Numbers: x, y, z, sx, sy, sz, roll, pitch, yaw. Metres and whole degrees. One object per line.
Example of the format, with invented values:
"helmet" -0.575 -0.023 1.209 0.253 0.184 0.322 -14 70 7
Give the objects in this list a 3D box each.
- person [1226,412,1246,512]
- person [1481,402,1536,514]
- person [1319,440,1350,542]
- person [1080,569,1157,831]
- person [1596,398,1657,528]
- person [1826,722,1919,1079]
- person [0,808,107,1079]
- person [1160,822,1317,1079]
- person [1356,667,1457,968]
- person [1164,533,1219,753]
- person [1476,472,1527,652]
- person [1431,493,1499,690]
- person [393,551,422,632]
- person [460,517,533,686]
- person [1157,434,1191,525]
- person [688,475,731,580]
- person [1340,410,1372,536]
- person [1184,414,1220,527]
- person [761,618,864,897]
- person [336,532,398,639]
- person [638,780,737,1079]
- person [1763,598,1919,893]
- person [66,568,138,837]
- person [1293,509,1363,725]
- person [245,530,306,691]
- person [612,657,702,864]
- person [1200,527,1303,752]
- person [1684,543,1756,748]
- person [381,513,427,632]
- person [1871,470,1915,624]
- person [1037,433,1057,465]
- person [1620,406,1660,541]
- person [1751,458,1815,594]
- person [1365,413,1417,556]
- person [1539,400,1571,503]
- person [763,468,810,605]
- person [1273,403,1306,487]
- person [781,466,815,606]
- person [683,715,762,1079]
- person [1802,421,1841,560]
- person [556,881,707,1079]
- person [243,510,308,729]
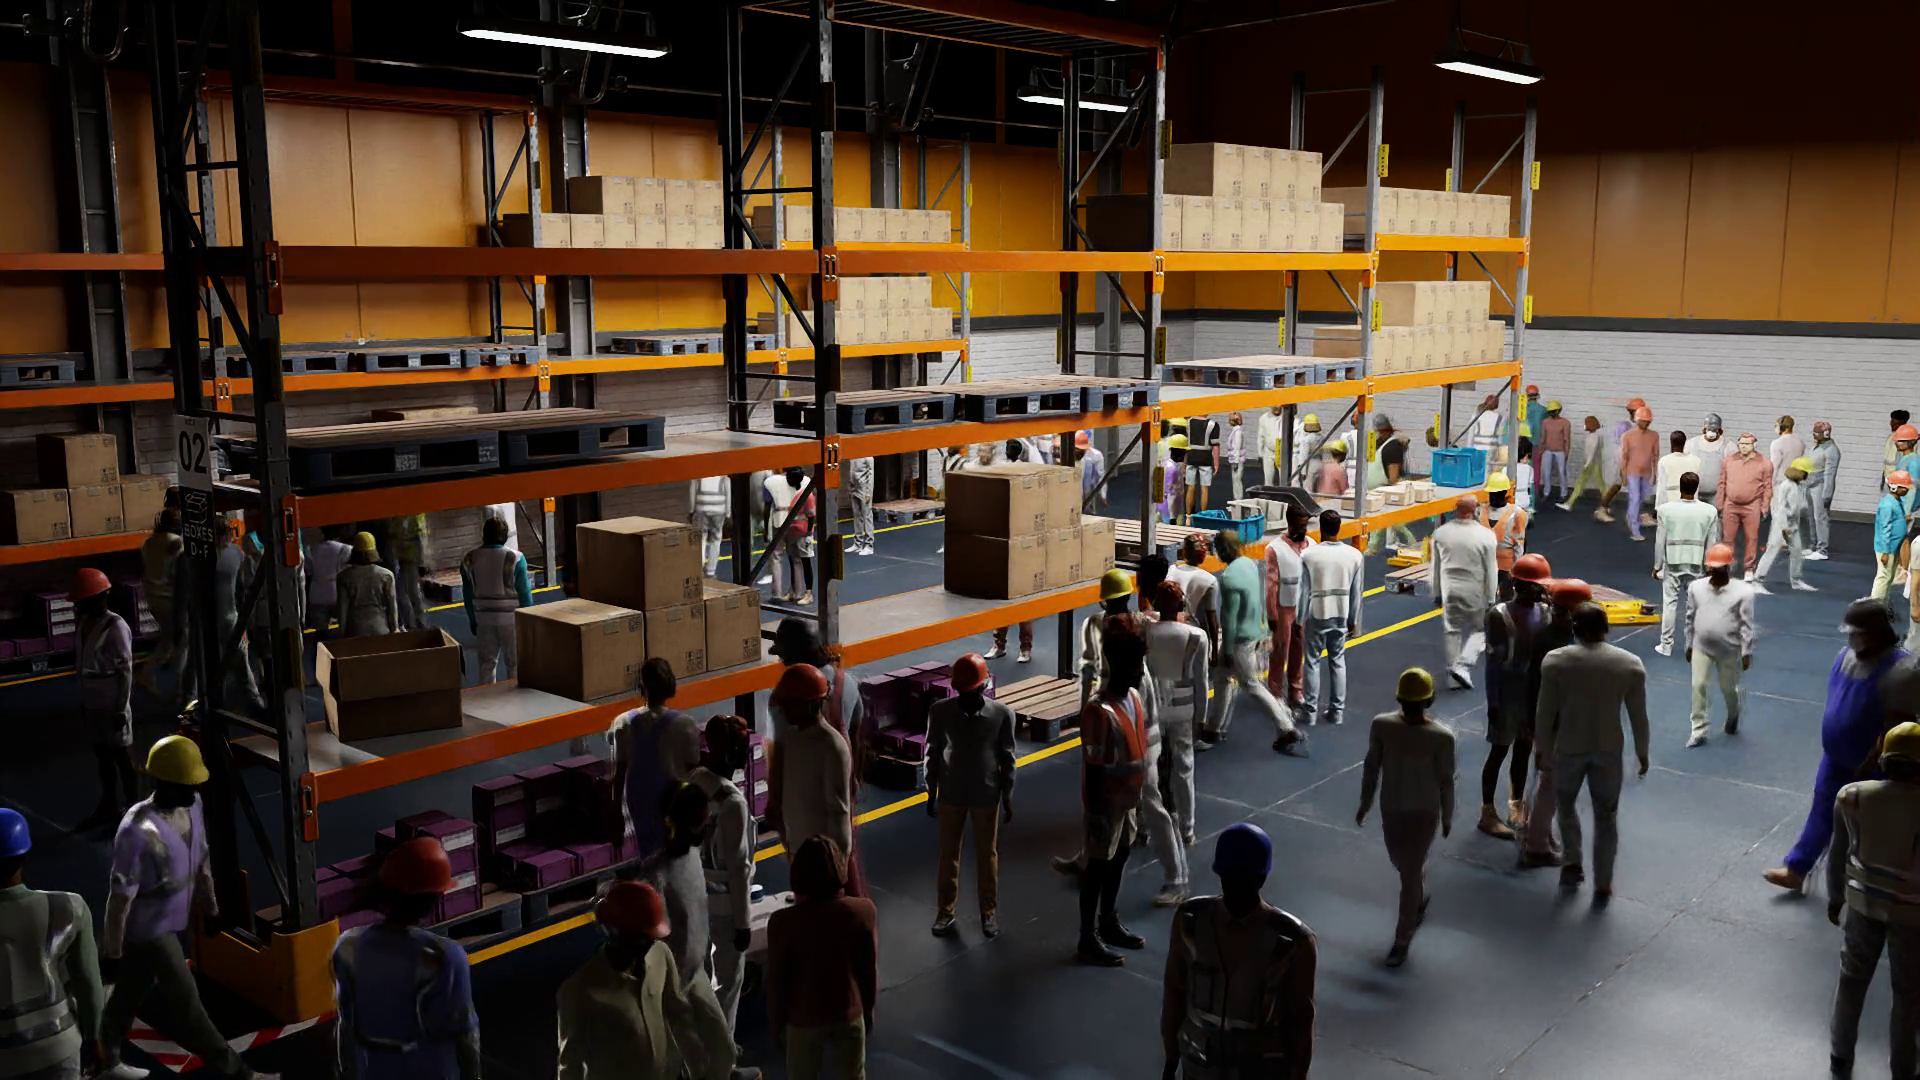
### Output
"person" 4.495 -1.271 27.103 0.316 1.629 0.509 0 10 1
"person" 8.860 -1.314 26.744 0.998 1.840 0.623 -3 10 -15
"person" 4.971 -0.432 21.740 0.667 1.740 0.542 -2 10 -10
"person" 1.133 1.144 11.833 0.596 1.919 0.402 4 10 23
"person" 10.313 -1.204 25.628 0.631 1.997 1.065 -6 11 -33
"person" 4.612 1.799 8.234 0.415 1.821 0.609 -8 12 -40
"person" -3.715 2.008 6.576 0.616 1.944 0.397 -5 11 -30
"person" 1.064 2.028 6.443 0.605 1.951 0.380 5 11 26
"person" 2.691 1.563 9.869 0.525 1.732 0.845 8 12 39
"person" 1.898 0.852 13.824 0.373 1.834 0.560 -9 13 -44
"person" 5.533 0.254 17.153 0.395 1.919 0.581 -8 12 -40
"person" 4.777 0.501 15.721 0.672 1.892 0.416 8 13 41
"person" -6.153 0.091 18.274 0.329 1.864 0.508 6 11 30
"person" -4.054 0.707 14.674 0.624 1.840 0.429 1 10 8
"person" 2.690 -0.384 20.961 0.399 1.918 0.585 1 10 7
"person" -3.139 -0.365 20.975 0.615 1.868 0.493 1 10 3
"person" 5.866 -0.976 24.576 0.584 1.882 0.345 -2 10 -11
"person" 3.682 -1.189 25.427 0.611 2.032 0.411 5 11 28
"person" -0.902 1.401 9.919 0.538 2.000 0.792 8 12 39
"person" -5.150 0.797 14.485 0.499 1.727 0.448 -3 10 -17
"person" -1.151 1.945 7.250 0.622 1.846 0.530 3 10 20
"person" 5.715 1.300 10.523 1.092 2.000 0.689 -3 10 -17
"person" -6.090 1.141 11.801 0.543 1.932 0.365 6 11 33
"person" 3.236 0.683 14.615 0.600 1.908 0.396 -3 10 -15
"person" -6.529 0.509 15.825 0.396 1.847 0.565 4 10 21
"person" -1.694 1.560 9.658 0.511 1.805 0.876 2 10 14
"person" 2.407 0.829 13.856 0.991 1.878 0.693 4 10 24
"person" 6.414 0.866 14.049 0.570 1.725 0.752 8 13 41
"person" -5.906 0.184 17.602 0.587 1.902 0.610 -8 13 -41
"person" 10.512 0.072 18.760 0.350 1.739 0.575 8 12 39
"person" 1.470 -1.426 27.407 0.388 1.838 0.563 -6 11 -32
"person" 9.965 -0.995 24.425 0.616 1.966 0.675 -1 10 -6
"person" 10.196 -0.183 20.453 0.712 1.697 0.501 -7 12 -37
"person" 5.879 -0.774 22.908 0.699 2.000 0.696 -2 10 -12
"person" 10.043 -1.499 28.111 0.394 1.752 0.531 -9 13 -44
"person" -2.046 -0.141 19.758 0.567 1.837 0.400 -2 10 -13
"person" 5.239 -1.281 26.428 0.350 1.879 0.578 -7 12 -38
"person" -1.924 -0.068 19.726 0.322 1.692 0.533 -9 13 -43
"person" -1.177 1.775 8.199 0.341 1.877 0.576 -6 11 -32
"person" 11.745 -0.676 22.759 0.400 1.900 0.647 1 10 8
"person" -1.207 2.152 6.436 0.870 1.704 0.558 5 11 27
"person" -5.996 0.681 14.555 0.389 1.930 0.543 8 12 40
